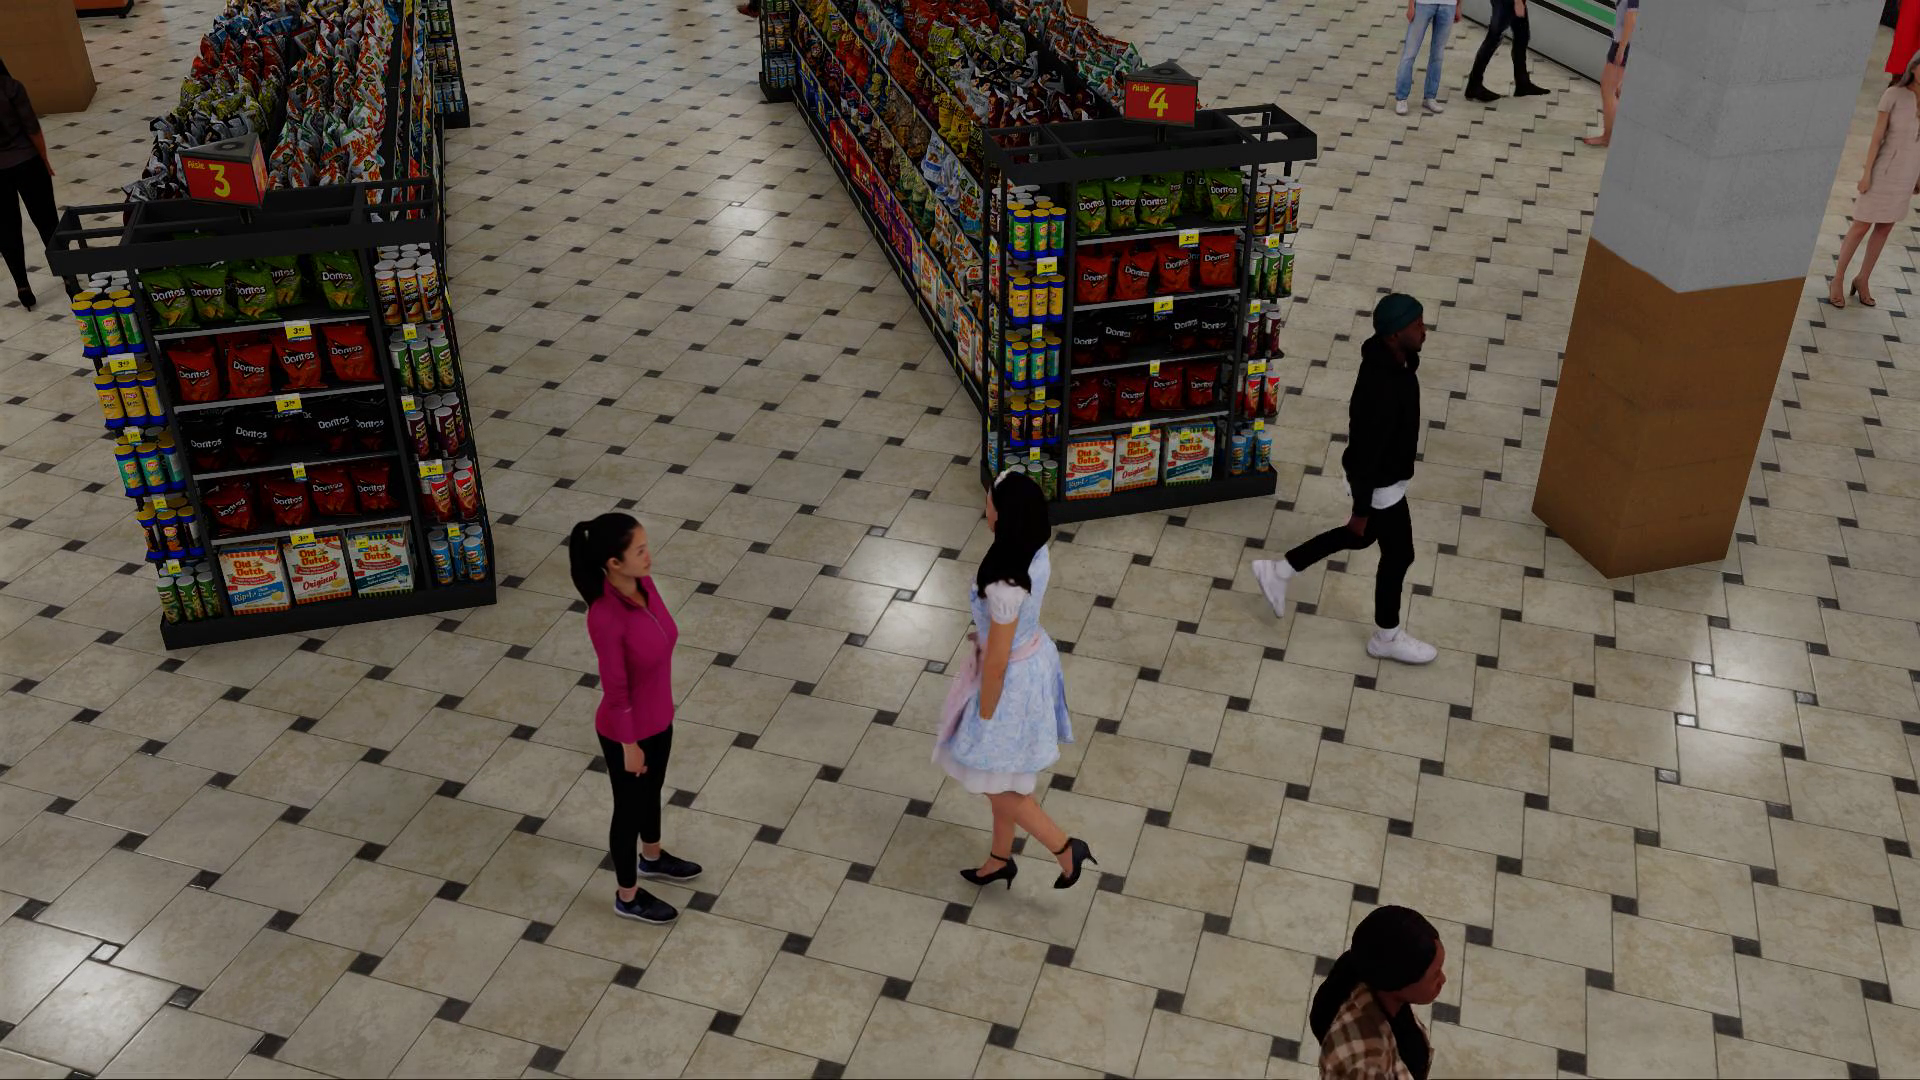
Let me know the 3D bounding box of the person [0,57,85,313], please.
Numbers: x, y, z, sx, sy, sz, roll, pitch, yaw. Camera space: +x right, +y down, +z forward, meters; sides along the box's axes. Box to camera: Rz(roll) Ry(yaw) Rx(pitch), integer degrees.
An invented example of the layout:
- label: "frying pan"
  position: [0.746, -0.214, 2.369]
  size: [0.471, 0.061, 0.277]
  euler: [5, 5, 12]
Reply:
- label: "person"
  position: [-6.139, -2.379, 10.765]
  size: [0.660, 1.842, 0.616]
  euler: [-11, 34, -17]

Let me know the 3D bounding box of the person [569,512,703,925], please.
- label: "person"
  position: [-1.191, 0.644, 6.041]
  size: [0.726, 1.700, 0.628]
  euler: [6, 32, 10]

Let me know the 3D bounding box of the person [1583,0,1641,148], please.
- label: "person"
  position: [5.496, -4.004, 13.518]
  size: [0.871, 1.692, 0.812]
  euler: [18, 36, 27]

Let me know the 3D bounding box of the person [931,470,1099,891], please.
- label: "person"
  position: [0.270, 0.594, 6.032]
  size: [0.975, 1.794, 0.950]
  euler: [10, 33, 16]

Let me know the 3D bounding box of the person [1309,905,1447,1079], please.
- label: "person"
  position: [0.915, 1.661, 4.357]
  size: [1.080, 1.751, 1.087]
  euler: [13, 34, 20]

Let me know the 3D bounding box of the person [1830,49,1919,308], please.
- label: "person"
  position: [6.054, -2.352, 10.823]
  size: [0.635, 1.735, 0.601]
  euler: [-3, 32, -4]

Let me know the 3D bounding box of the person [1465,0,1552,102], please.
- label: "person"
  position: [4.722, -4.784, 14.597]
  size: [1.082, 1.877, 1.054]
  euler: [12, 34, 18]

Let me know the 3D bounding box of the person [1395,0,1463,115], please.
- label: "person"
  position: [4.107, -4.643, 14.396]
  size: [0.686, 1.850, 0.610]
  euler: [-3, 32, -4]

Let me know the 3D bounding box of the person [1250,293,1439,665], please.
- label: "person"
  position: [1.780, -0.283, 7.438]
  size: [1.098, 1.797, 1.184]
  euler: [9, 33, 14]
